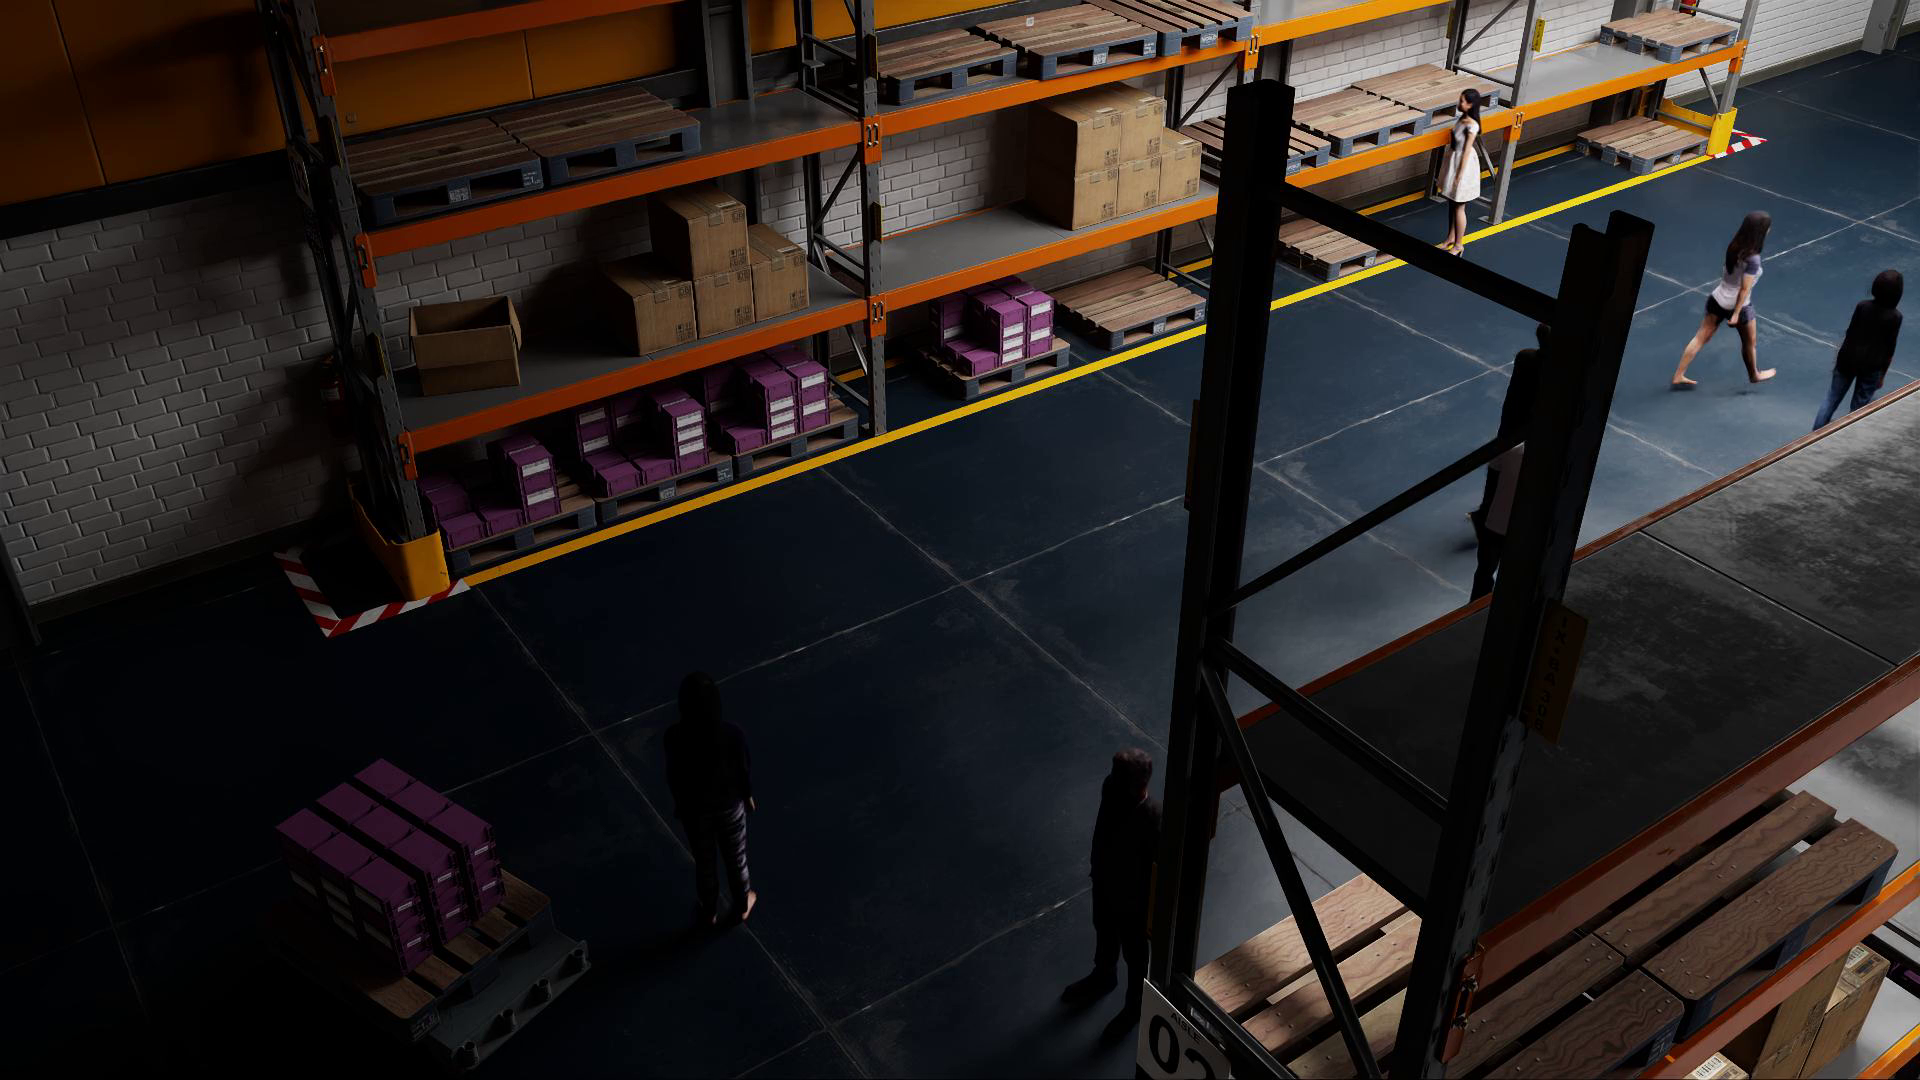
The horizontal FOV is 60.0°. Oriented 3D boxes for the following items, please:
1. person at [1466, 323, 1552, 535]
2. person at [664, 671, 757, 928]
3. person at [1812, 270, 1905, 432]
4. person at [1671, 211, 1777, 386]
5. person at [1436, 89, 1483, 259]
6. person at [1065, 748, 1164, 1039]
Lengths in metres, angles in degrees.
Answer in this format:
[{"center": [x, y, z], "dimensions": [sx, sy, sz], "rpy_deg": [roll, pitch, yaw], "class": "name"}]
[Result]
[{"center": [4.254, -0.801, 12.566], "dimensions": [1.187, 1.774, 0.843], "rpy_deg": [-13, 36, -19], "class": "person"}, {"center": [-1.376, 1.447, 9.220], "dimensions": [0.614, 1.733, 0.743], "rpy_deg": [-4, 34, -6], "class": "person"}, {"center": [7.319, -1.398, 13.537], "dimensions": [0.588, 1.694, 0.582], "rpy_deg": [-29, 43, -36], "class": "person"}, {"center": [6.659, -2.055, 14.556], "dimensions": [1.198, 1.659, 0.935], "rpy_deg": [-5, 34, -7], "class": "person"}, {"center": [5.101, -3.736, 16.986], "dimensions": [0.821, 1.769, 0.784], "rpy_deg": [1, 34, 1], "class": "person"}, {"center": [0.851, 1.785, 8.619], "dimensions": [0.603, 1.837, 0.720], "rpy_deg": [-19, 38, -26], "class": "person"}]
